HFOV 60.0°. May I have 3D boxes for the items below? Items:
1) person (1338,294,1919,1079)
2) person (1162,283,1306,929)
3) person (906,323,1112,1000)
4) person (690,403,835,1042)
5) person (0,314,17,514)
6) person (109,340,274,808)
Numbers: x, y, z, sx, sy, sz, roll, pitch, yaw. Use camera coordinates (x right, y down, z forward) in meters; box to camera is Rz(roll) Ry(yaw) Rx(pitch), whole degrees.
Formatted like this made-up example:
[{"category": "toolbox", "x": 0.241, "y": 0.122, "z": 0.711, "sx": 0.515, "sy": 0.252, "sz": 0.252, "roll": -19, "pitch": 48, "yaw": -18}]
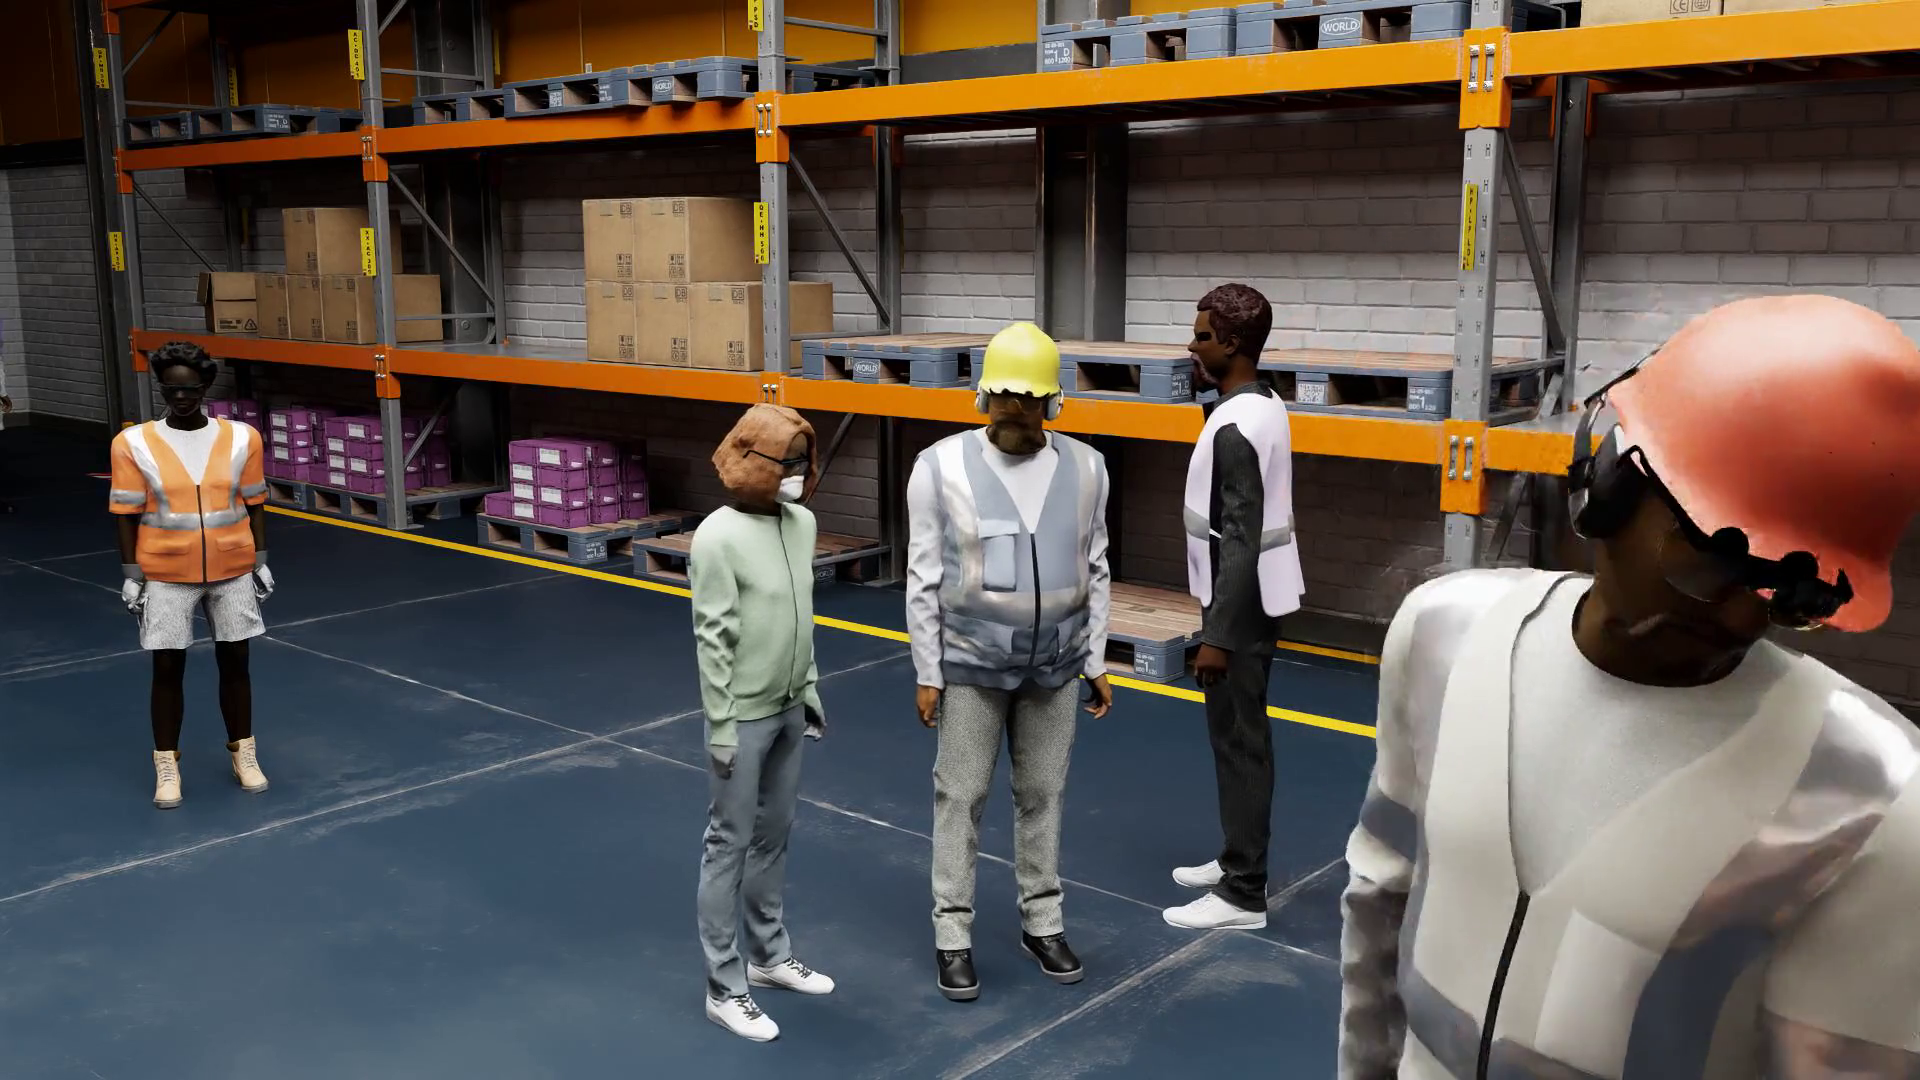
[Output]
[{"category": "person", "x": 0.609, "y": 0.740, "z": 1.755, "sx": 0.391, "sy": 1.988, "sz": 0.735, "roll": -7, "pitch": 12, "yaw": -34}, {"category": "person", "x": 0.824, "y": 0.206, "z": 4.954, "sx": 0.392, "sy": 1.920, "sz": 0.587, "roll": 3, "pitch": 10, "yaw": 14}, {"category": "person", "x": 0.145, "y": 0.328, "z": 4.524, "sx": 0.587, "sy": 1.826, "sz": 0.404, "roll": -3, "pitch": 10, "yaw": -17}, {"category": "person", "x": -0.510, "y": 0.456, "z": 4.345, "sx": 0.285, "sy": 1.633, "sz": 0.499, "roll": 5, "pitch": 11, "yaw": 27}, {"category": "person", "x": -7.406, "y": -1.127, "z": 12.512, "sx": 0.382, "sy": 1.930, "sz": 0.547, "roll": 5, "pitch": 11, "yaw": 28}, {"category": "person", "x": -2.785, "y": 0.119, "z": 6.074, "sx": 0.540, "sy": 1.698, "sz": 0.317, "roll": -7, "pitch": 12, "yaw": -34}]
